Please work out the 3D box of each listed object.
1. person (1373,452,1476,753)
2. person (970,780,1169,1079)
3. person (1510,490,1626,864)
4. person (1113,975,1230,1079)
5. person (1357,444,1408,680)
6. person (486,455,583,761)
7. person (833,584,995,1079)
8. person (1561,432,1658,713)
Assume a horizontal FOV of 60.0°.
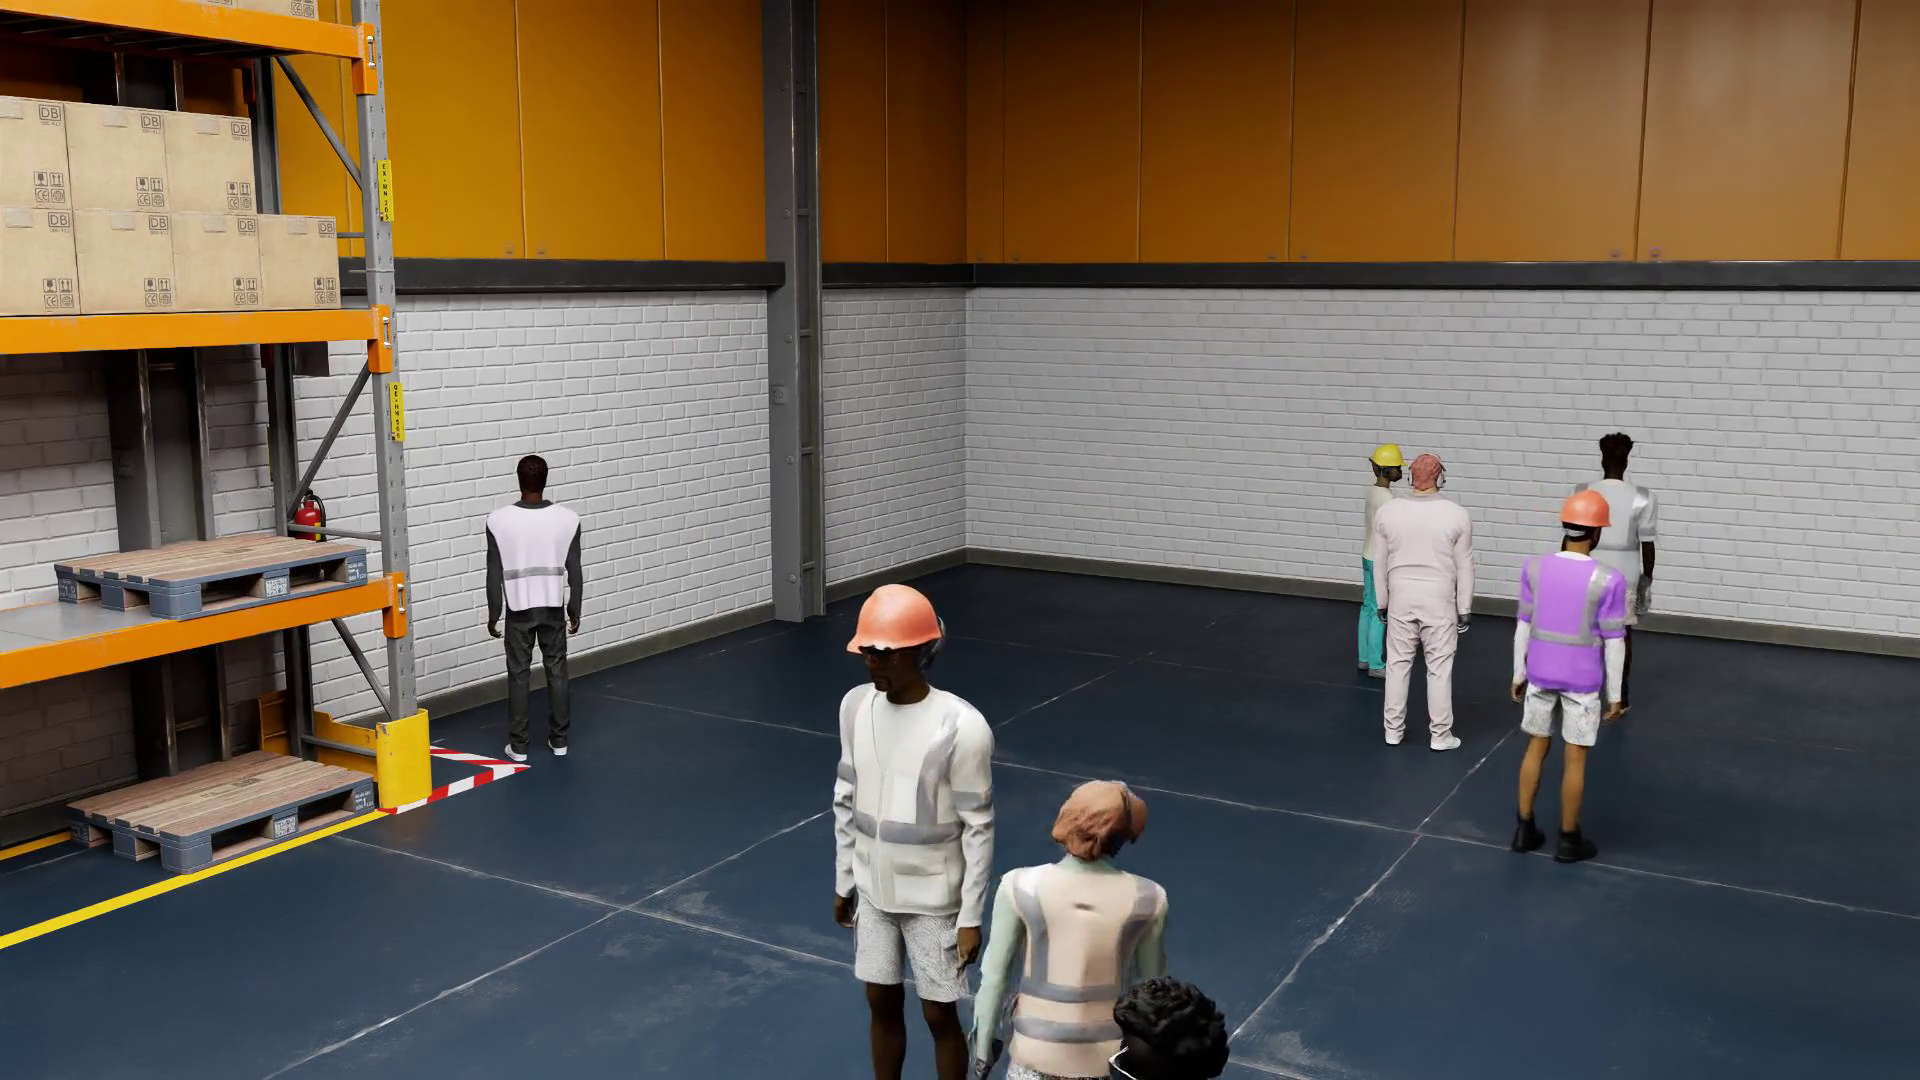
[{"bbox_3d":[2.949,0.394,10.576,0.643,1.909,0.411,5,10,30],"label":"person"},{"bbox_3d":[0.267,1.480,4.721,0.657,1.610,0.383,-1,9,-4],"label":"person"},{"bbox_3d":[3.134,0.702,8.575,0.566,1.933,0.384,9,13,43],"label":"person"},{"bbox_3d":[0.400,1.665,3.288,0.540,1.699,0.317,4,10,23],"label":"person"},{"bbox_3d":[3.176,0.159,12.483,0.310,1.769,0.525,0,9,-2],"label":"person"},{"bbox_3d":[-2.645,0.427,10.387,0.592,1.911,0.393,-4,10,-25],"label":"person"},{"bbox_3d":[-0.188,1.148,5.448,0.614,2.041,0.390,7,11,36],"label":"person"},{"bbox_3d":[4.436,0.233,11.435,0.637,1.964,0.414,3,10,20],"label":"person"}]
